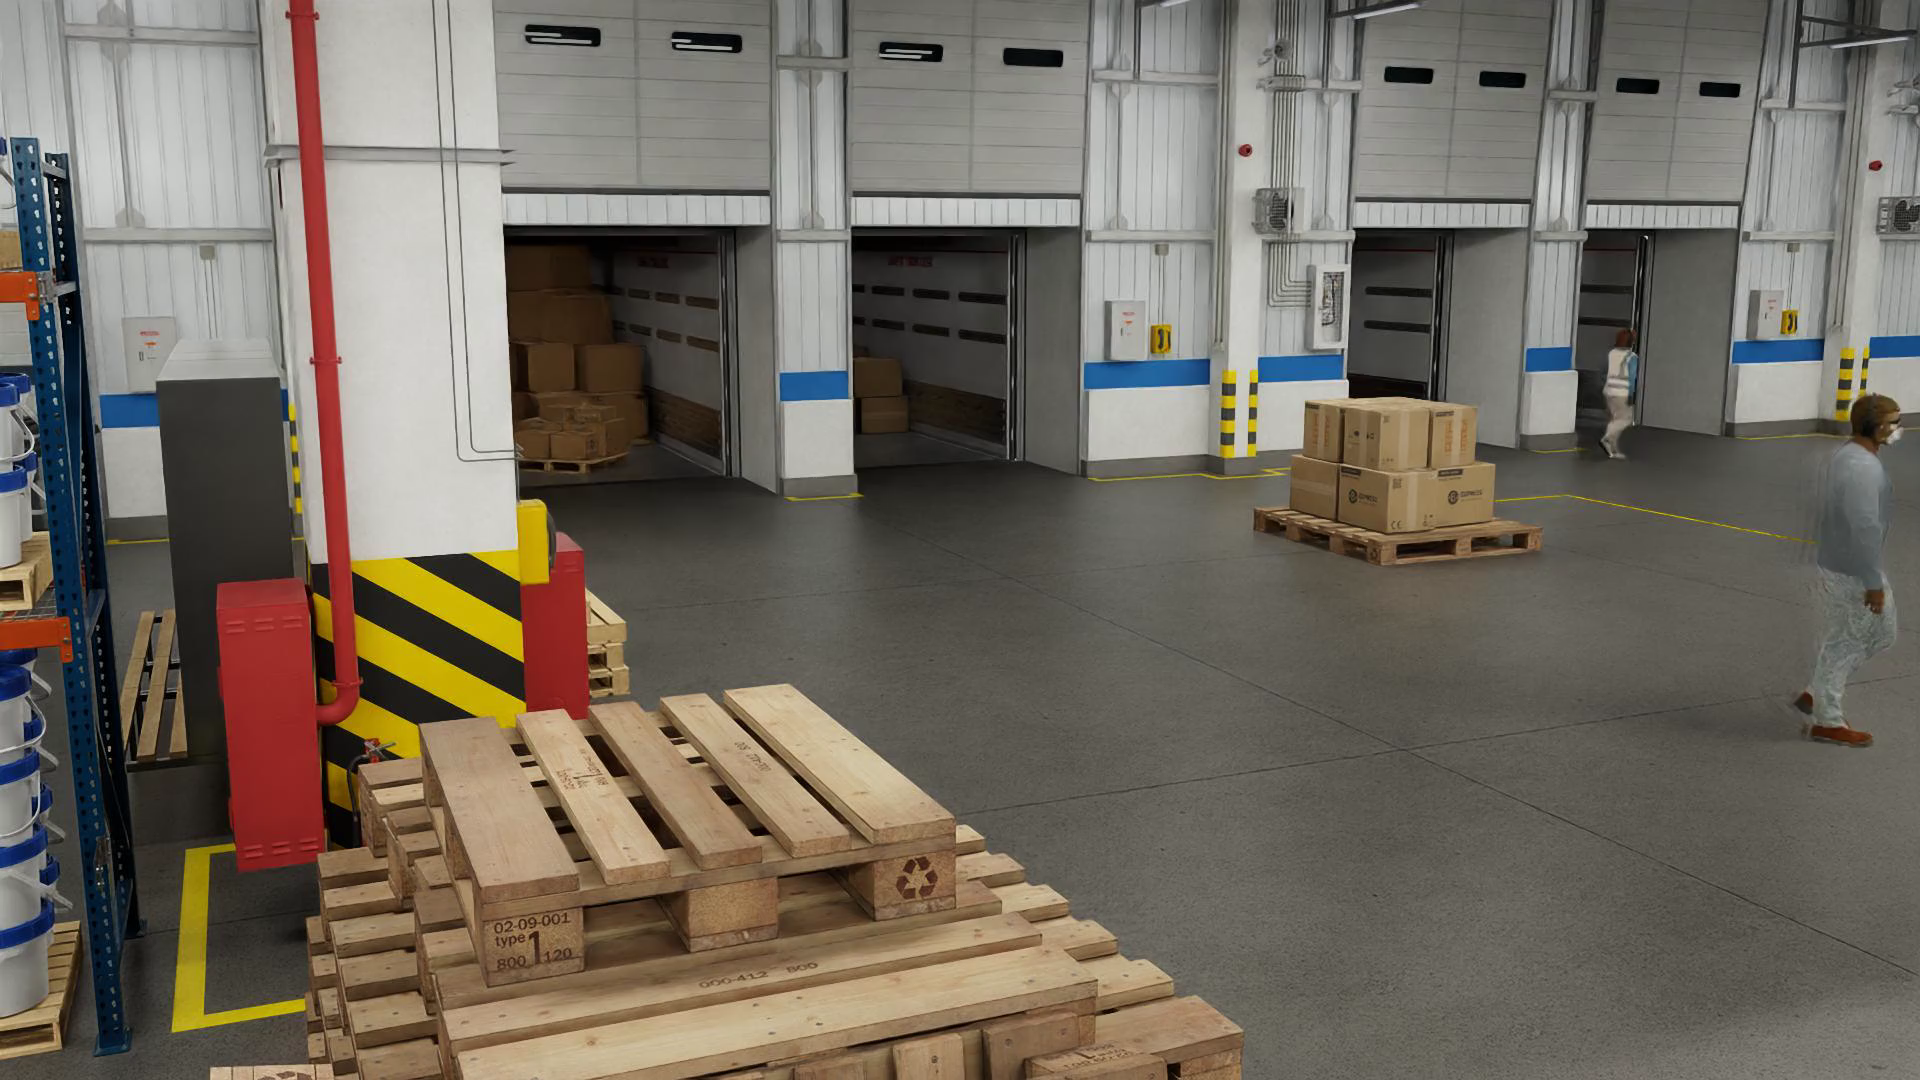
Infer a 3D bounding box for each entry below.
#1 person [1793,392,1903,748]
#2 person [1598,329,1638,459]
[{"bbox_3d":[4.800,0.174,8.859,0.442,1.920,0.639,5,12,28],"label":"person"},{"bbox_3d":[8.107,-1.791,20.528,0.423,1.624,0.526,-4,11,-20],"label":"person"}]
